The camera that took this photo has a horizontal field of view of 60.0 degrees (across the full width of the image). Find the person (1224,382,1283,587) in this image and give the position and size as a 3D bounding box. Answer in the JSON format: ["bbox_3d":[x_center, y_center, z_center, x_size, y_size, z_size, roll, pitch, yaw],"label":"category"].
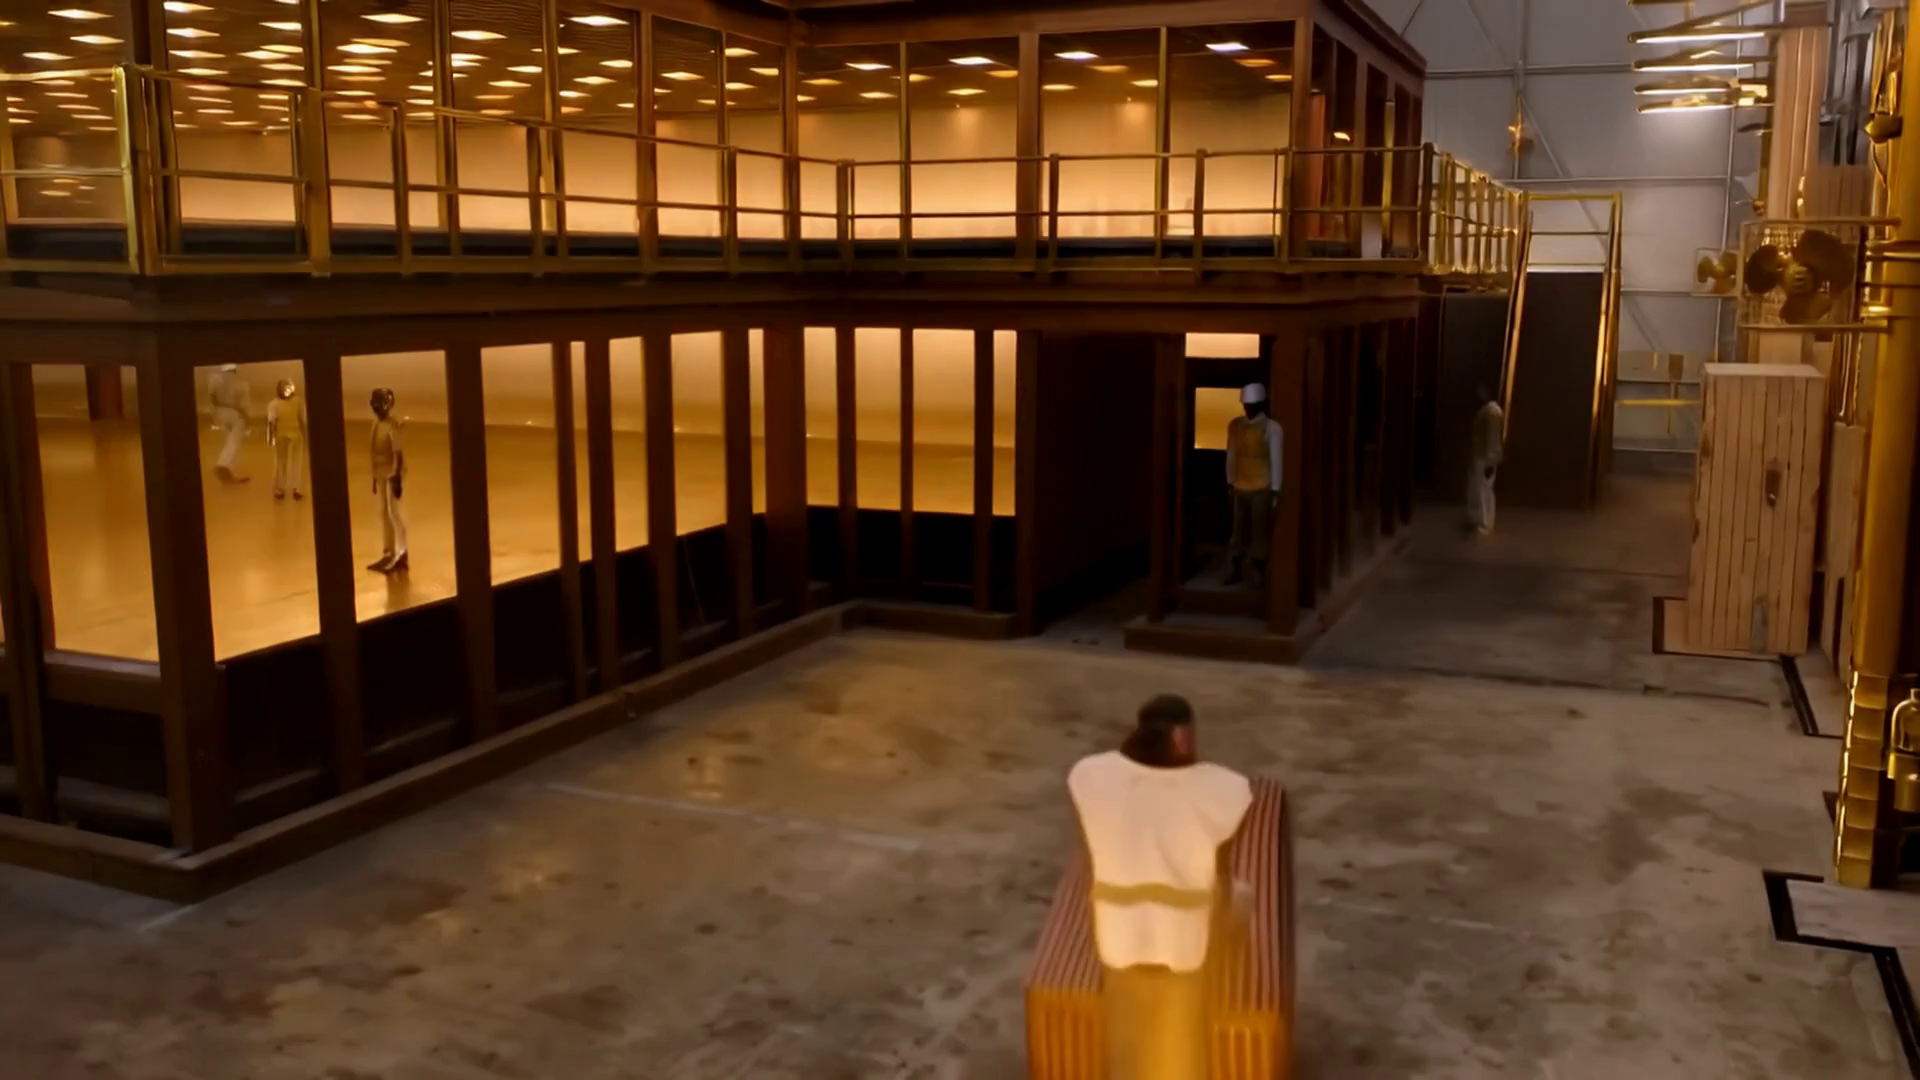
[{"bbox_3d":[2.836,-0.541,16.168,0.612,1.986,0.406,8,12,41],"label":"person"}]

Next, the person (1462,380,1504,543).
[{"bbox_3d":[5.872,-0.880,18.725,0.429,1.837,0.626,1,9,6],"label":"person"}]

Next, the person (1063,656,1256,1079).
[{"bbox_3d":[0.611,1.292,5.207,0.594,1.876,0.984,1,9,7],"label":"person"}]
